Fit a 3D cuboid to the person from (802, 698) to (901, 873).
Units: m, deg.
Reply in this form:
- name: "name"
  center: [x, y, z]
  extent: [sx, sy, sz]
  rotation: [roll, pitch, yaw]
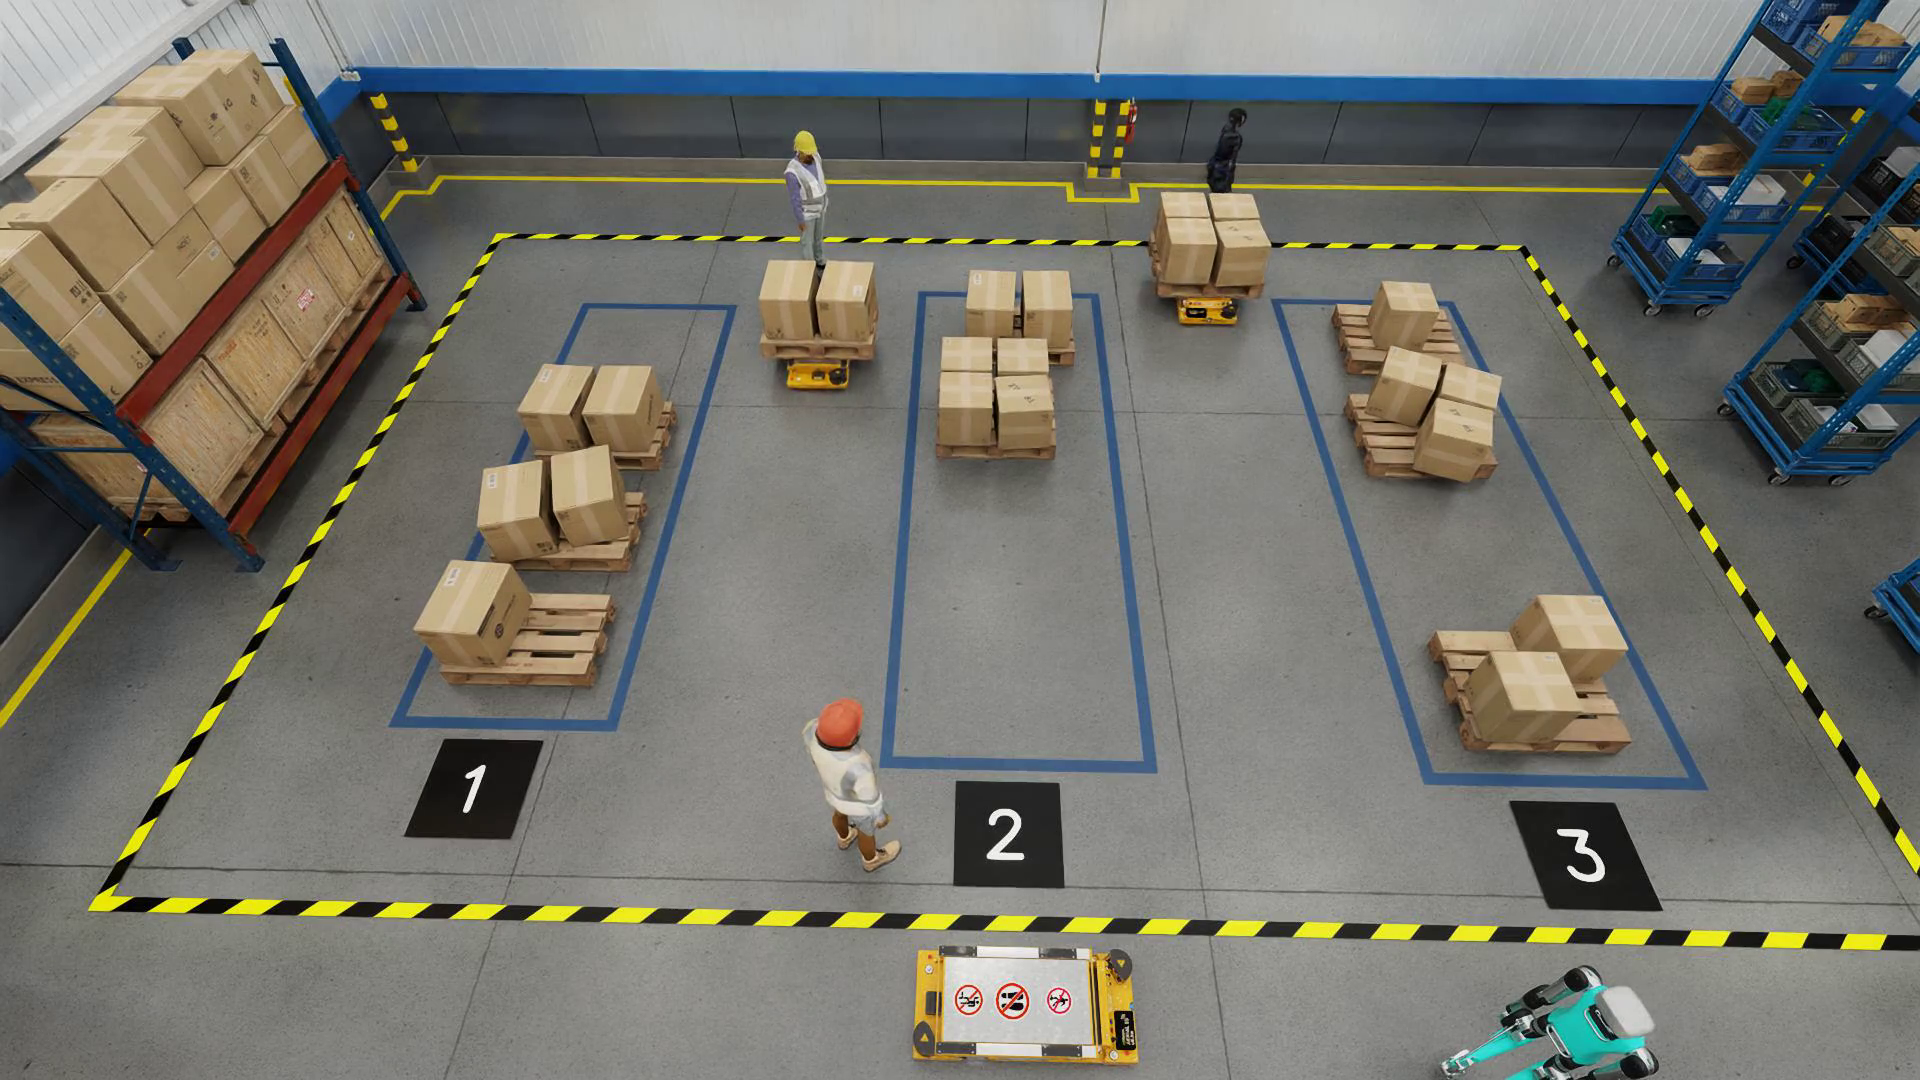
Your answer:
- name: "person"
  center: [-0.697, 1.628, 6.013]
  extent: [0.612, 2.047, 0.360]
  rotation: [36, 59, 25]

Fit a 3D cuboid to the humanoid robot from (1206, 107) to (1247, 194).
- name: "humanoid robot"
  center: [3.131, -4.446, 11.200]
  extent: [0.428, 1.640, 0.616]
  rotation: [-7, 51, -6]

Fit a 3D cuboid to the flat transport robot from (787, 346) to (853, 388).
- name: "flat transport robot"
  center: [-1.530, -2.249, 10.301]
  extent: [0.652, 0.197, 1.431]
  rotation: [1, 51, 1]

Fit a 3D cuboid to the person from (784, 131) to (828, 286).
- name: "person"
  center: [-1.712, -3.838, 10.609]
  extent: [0.404, 1.826, 0.588]
  rotation: [21, 54, 16]

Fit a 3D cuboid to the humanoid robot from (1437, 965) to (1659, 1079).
- name: "humanoid robot"
  center: [3.098, 2.885, 5.103]
  extent: [0.735, 1.671, 0.533]
  rotation: [-12, 52, -10]

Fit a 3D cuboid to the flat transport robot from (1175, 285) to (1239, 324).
- name: "flat transport robot"
  center: [2.894, -3.116, 11.008]
  extent: [0.652, 0.197, 1.431]
  rotation: [1, 51, 1]

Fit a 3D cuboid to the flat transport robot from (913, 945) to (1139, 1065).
- name: "flat transport robot"
  center: [0.422, 3.041, 6.007]
  extent: [1.431, 0.231, 0.659]
  rotation: [1, 51, 1]
